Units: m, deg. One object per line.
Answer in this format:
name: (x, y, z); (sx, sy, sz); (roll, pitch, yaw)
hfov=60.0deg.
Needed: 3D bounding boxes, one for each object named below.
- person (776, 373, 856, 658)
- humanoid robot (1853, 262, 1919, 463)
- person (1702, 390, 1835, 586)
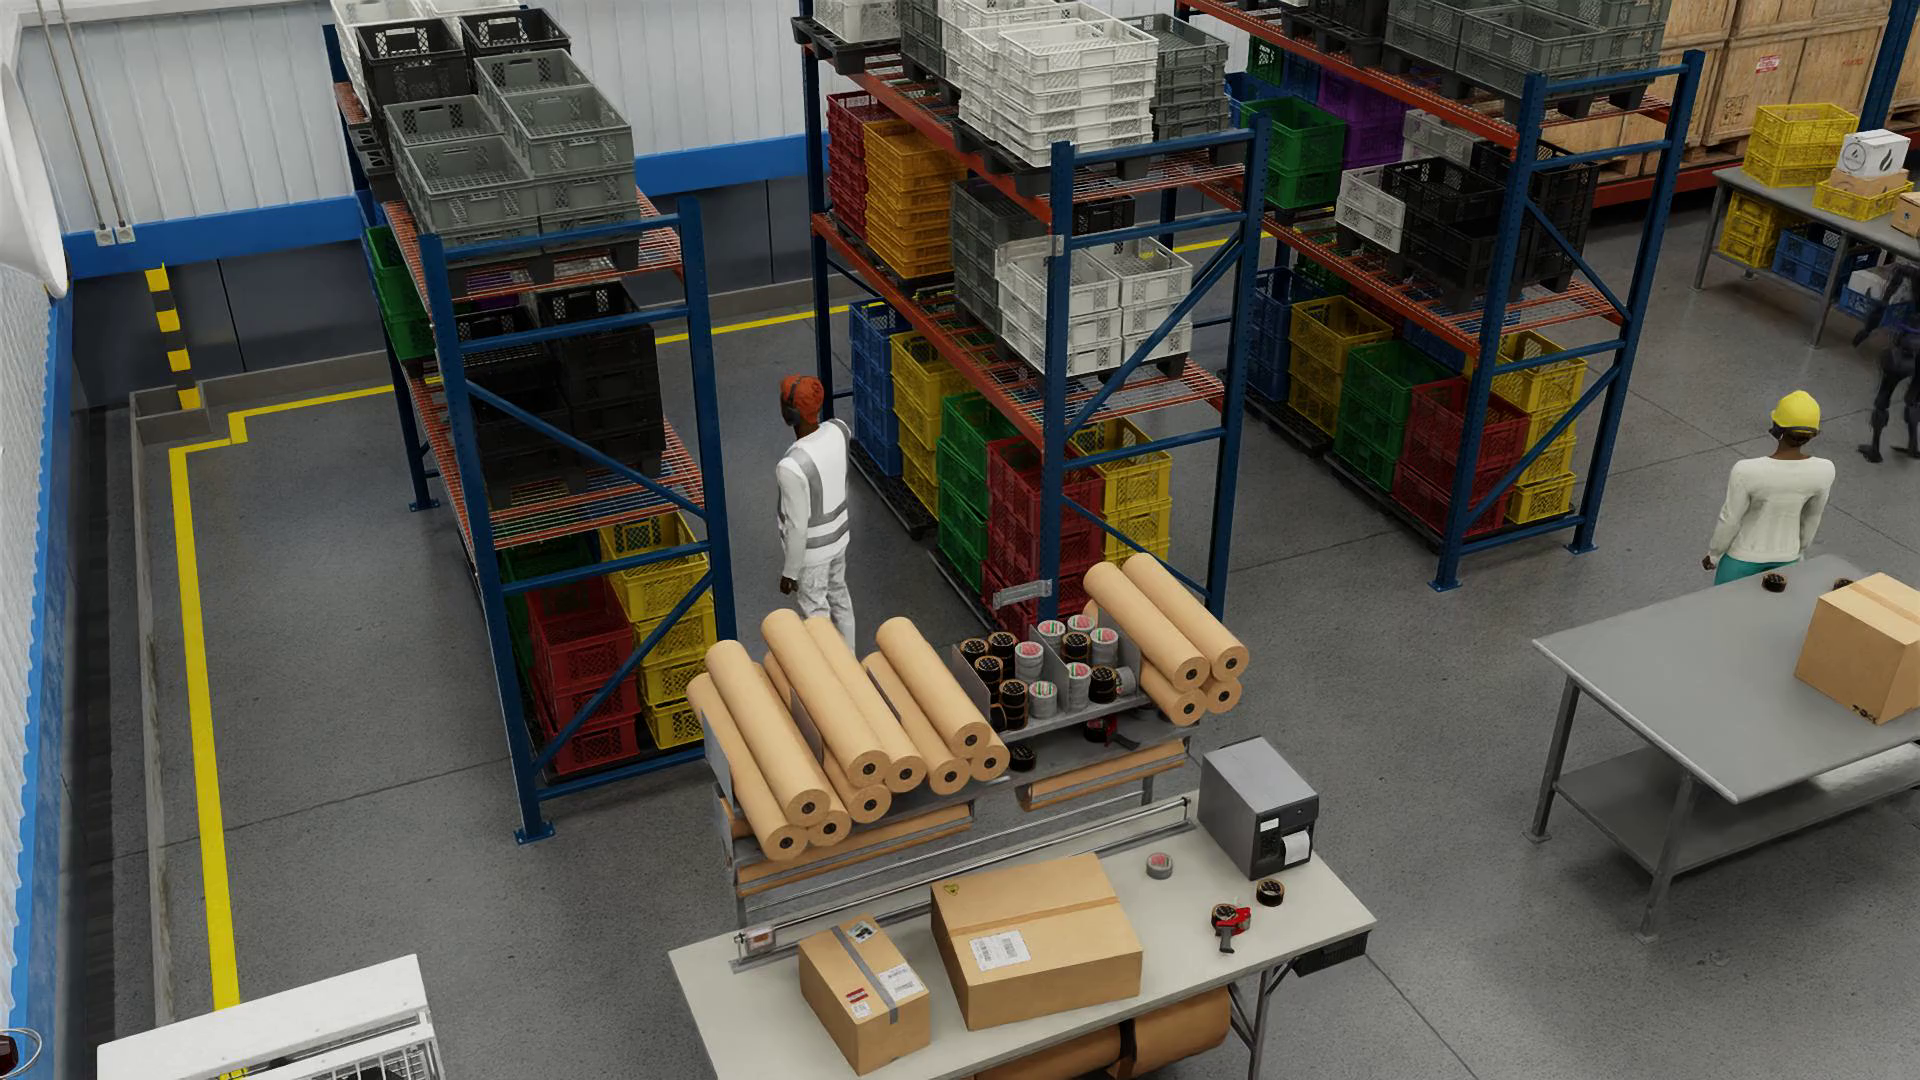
person: (-0.731, 0.028, 8.384); (0.340, 1.882, 0.579); (14, 34, 21)
humanoid robot: (6.138, -1.280, 10.707); (0.645, 1.644, 0.499); (0, 32, -1)
person: (4.049, 0.057, 8.449); (0.525, 1.768, 0.312); (-2, 32, -3)
